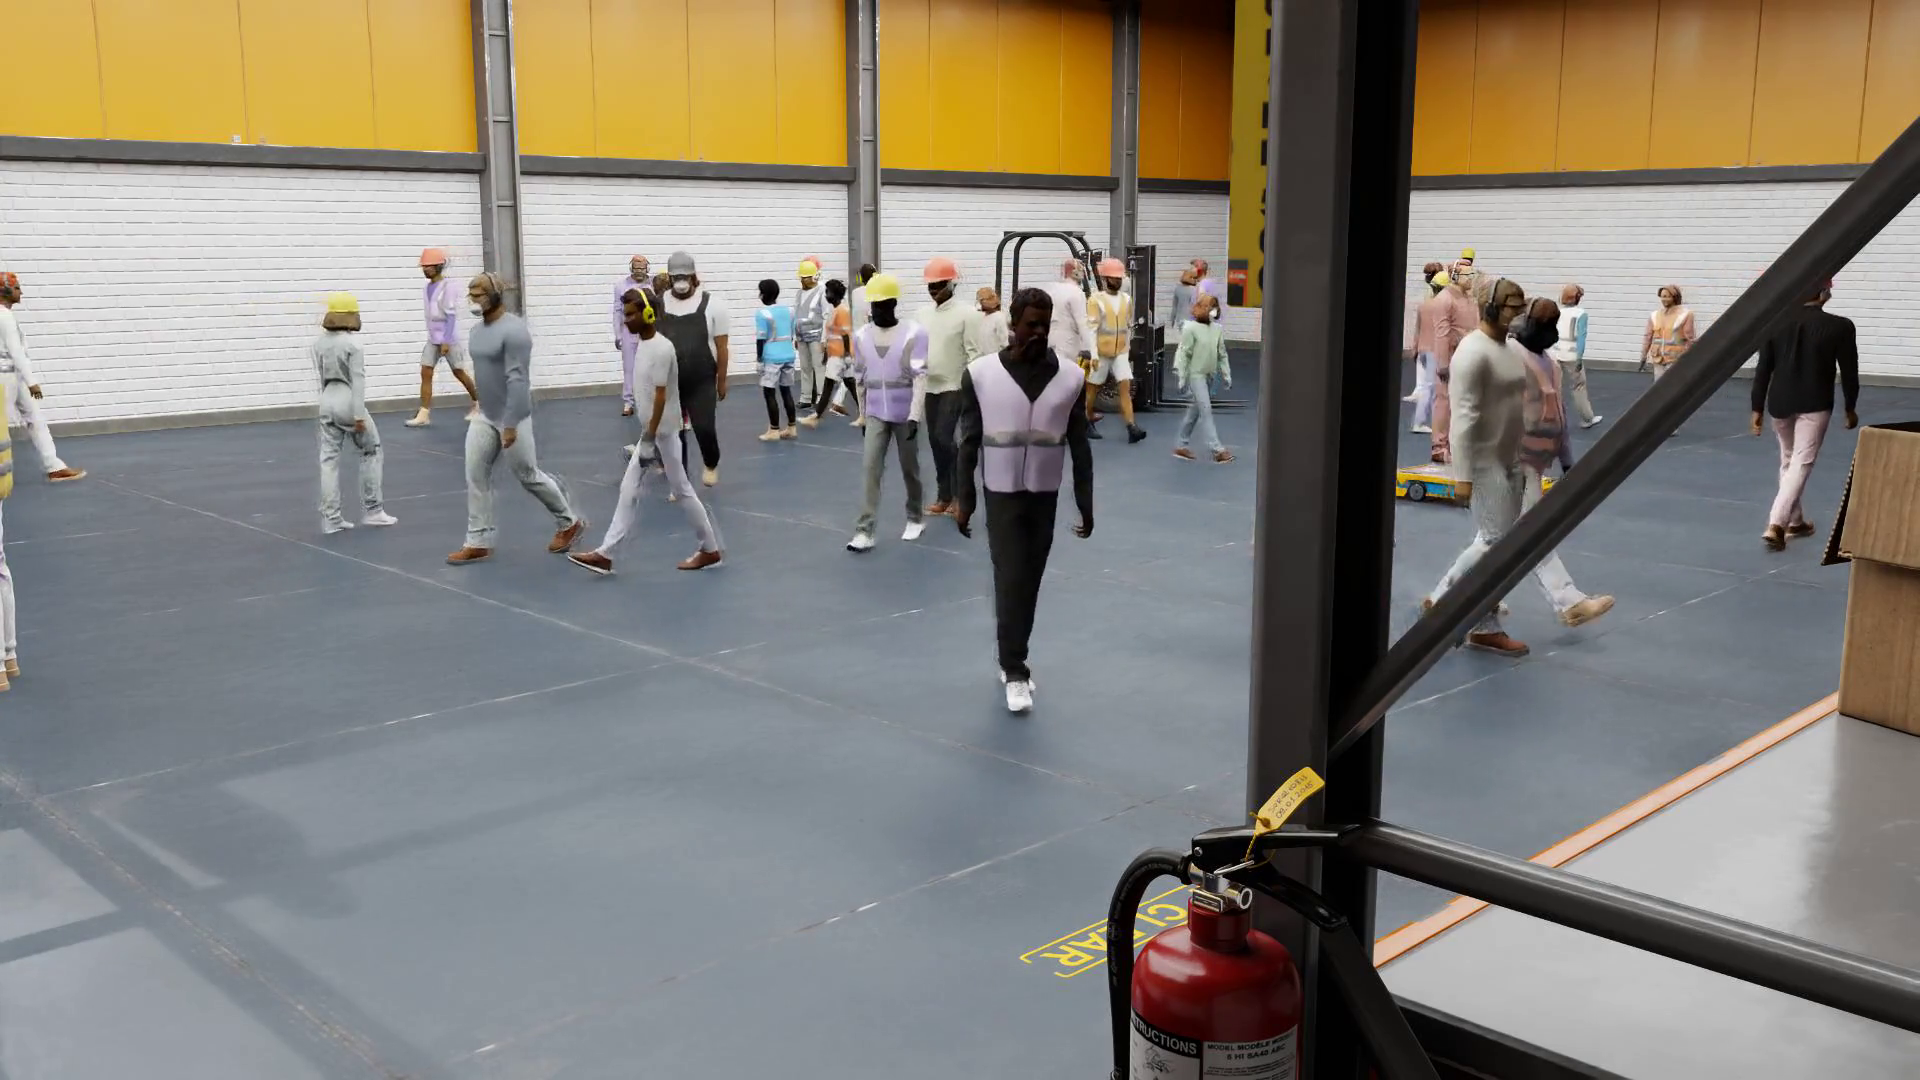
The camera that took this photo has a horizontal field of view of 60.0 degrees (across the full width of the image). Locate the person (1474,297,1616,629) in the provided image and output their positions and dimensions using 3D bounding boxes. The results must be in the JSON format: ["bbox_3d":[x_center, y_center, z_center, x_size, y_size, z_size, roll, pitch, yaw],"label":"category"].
[{"bbox_3d":[3.187,-0.418,9.078,0.982,1.791,0.638,9,13,39],"label":"person"}]

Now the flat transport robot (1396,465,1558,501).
[{"bbox_3d":[4.113,-0.433,13.337,0.652,0.197,1.431,-10,14,-44],"label":"flat transport robot"}]

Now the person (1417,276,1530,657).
[{"bbox_3d":[2.677,-0.357,8.397,0.447,1.925,0.658,8,13,37],"label":"person"}]

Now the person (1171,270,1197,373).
[{"bbox_3d":[3.595,-3.415,26.006,0.840,1.588,0.521,-8,13,-39],"label":"person"}]

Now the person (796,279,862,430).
[{"bbox_3d":[-1.379,-2.043,18.338,0.886,1.641,0.549,-2,11,-12],"label":"person"}]

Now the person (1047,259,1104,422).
[{"bbox_3d":[1.292,-2.165,18.427,0.931,1.862,0.669,-4,11,-21],"label":"person"}]

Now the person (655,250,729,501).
[{"bbox_3d":[-2.224,-1.342,13.463,0.690,2.000,0.641,0,10,1],"label":"person"}]

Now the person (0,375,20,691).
[{"bbox_3d":[-4.666,-0.199,7.774,0.429,1.842,0.637,-3,11,-17],"label":"person"}]

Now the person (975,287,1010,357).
[{"bbox_3d":[0.332,-1.808,17.213,0.612,1.596,0.514,-5,11,-24],"label":"person"}]

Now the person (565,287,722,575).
[{"bbox_3d":[-1.957,-0.662,10.395,1.015,1.806,0.530,-6,12,-29],"label":"person"}]

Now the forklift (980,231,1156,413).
[{"bbox_3d":[1.222,-2.721,20.561,2.313,2.155,1.214,2,11,13],"label":"forklift"}]

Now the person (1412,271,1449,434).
[{"bbox_3d":[5.204,-2.019,17.967,0.756,1.736,0.561,-4,11,-23],"label":"person"}]

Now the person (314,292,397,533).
[{"bbox_3d":[-4.421,-0.932,12.079,0.493,1.720,0.661,4,11,22],"label":"person"}]

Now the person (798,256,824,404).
[{"bbox_3d":[-1.851,-2.649,21.013,0.379,1.883,0.618,0,10,-1],"label":"person"}]

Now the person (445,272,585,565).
[{"bbox_3d":[-2.948,-0.808,10.952,0.633,1.908,0.926,9,14,40],"label":"person"}]

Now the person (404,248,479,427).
[{"bbox_3d":[-5.814,-2.289,18.787,0.610,1.999,1.046,7,13,35],"label":"person"}]

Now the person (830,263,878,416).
[{"bbox_3d":[-1.138,-2.362,19.677,0.956,1.819,0.483,-9,14,-41],"label":"person"}]

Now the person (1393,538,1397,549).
[{"bbox_3d":[2.476,-0.859,11.081,1.006,1.956,0.606,-6,12,-29],"label":"person"}]

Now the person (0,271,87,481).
[{"bbox_3d":[-8.096,-1.356,14.128,0.999,1.837,0.580,-6,12,-32],"label":"person"}]

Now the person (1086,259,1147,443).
[{"bbox_3d":[1.571,-1.944,17.175,0.569,1.878,1.008,-5,11,-24],"label":"person"}]

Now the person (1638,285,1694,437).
[{"bbox_3d":[7.324,-1.844,17.369,0.763,1.607,0.552,-7,12,-32],"label":"person"}]

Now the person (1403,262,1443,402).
[{"bbox_3d":[6.178,-2.643,21.232,0.873,1.805,0.632,0,10,-1],"label":"person"}]

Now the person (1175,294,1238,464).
[{"bbox_3d":[2.320,-1.515,15.619,0.520,1.579,0.845,-9,14,-39],"label":"person"}]

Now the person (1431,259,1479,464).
[{"bbox_3d":[4.673,-1.678,15.662,0.408,1.908,0.643,8,13,37],"label":"person"}]

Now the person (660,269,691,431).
[{"bbox_3d":[-3.139,-2.042,18.027,0.319,1.769,0.523,6,12,29],"label":"person"}]

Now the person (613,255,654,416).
[{"bbox_3d":[-3.790,-2.423,19.741,0.639,1.903,0.407,-2,11,-10],"label":"person"}]

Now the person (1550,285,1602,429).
[{"bbox_3d":[6.656,-1.979,18.139,0.863,1.586,0.546,-6,12,-30],"label":"person"}]

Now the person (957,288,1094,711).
[{"bbox_3d":[0.326,-0.183,7.533,0.614,1.888,0.823,-3,11,-16],"label":"person"}]

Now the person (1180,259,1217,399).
[{"bbox_3d":[3.057,-2.730,21.611,0.571,1.823,0.596,2,11,12],"label":"person"}]

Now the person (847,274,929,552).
[{"bbox_3d":[-0.481,-0.878,11.397,0.590,1.875,0.978,4,11,19],"label":"person"}]

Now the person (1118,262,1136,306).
[{"bbox_3d":[2.225,-2.993,23.055,0.430,1.828,0.684,-5,11,-24],"label":"person"}]

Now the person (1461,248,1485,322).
[{"bbox_3d":[8.061,-3.686,26.557,0.594,1.924,0.382,2,11,13],"label":"person"}]

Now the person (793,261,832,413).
[{"bbox_3d":[-1.809,-2.452,20.115,0.589,1.822,0.403,10,14,43],"label":"person"}]

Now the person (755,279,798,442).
[{"bbox_3d":[-1.922,-1.861,17.265,0.369,1.680,0.552,8,13,36],"label":"person"}]

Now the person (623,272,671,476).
[{"bbox_3d":[-2.680,-1.422,14.535,0.529,1.826,0.675,10,14,43],"label":"person"}]

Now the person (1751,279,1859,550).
[{"bbox_3d":[5.763,-0.918,11.413,0.990,1.957,0.608,-8,13,-39],"label":"person"}]

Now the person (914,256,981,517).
[{"bbox_3d":[-0.143,-1.142,12.566,0.466,1.966,0.632,-10,14,-43],"label":"person"}]
